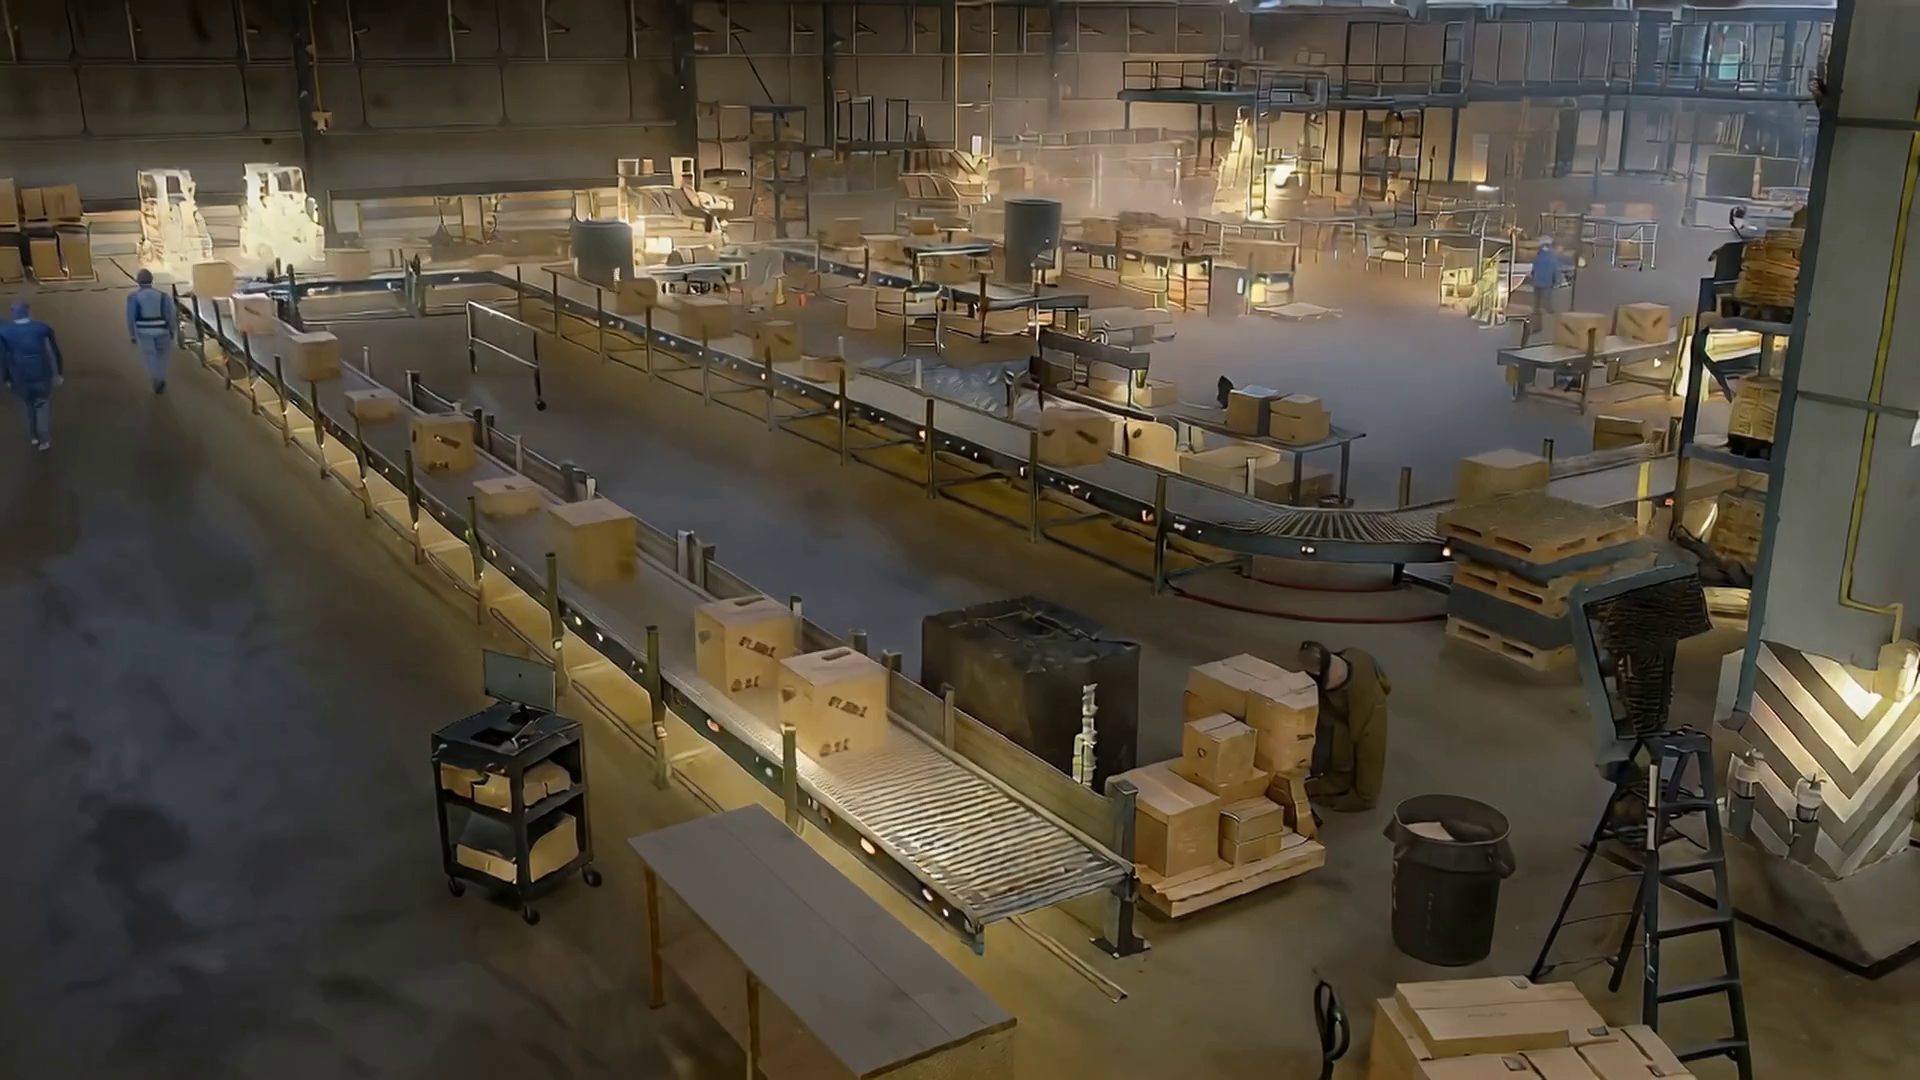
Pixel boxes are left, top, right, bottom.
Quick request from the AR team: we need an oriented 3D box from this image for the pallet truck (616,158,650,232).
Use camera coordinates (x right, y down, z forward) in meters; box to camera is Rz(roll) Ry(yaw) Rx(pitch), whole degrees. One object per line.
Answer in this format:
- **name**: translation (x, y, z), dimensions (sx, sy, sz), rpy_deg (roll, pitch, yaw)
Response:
- **pallet truck**: translation (-8.918, -9.176, 44.255), dimensions (0.823, 1.965, 1.885), rpy_deg (-9, 19, -27)

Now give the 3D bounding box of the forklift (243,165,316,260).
- **forklift**: translation (-15.898, -7.669, 38.708), dimensions (1.157, 1.987, 2.680), rpy_deg (-11, 20, -33)

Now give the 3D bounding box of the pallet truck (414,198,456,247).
- **pallet truck**: translation (-13.250, -8.060, 41.856), dimensions (0.680, 1.201, 1.601), rpy_deg (-10, 20, -31)

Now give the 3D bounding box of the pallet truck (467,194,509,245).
- **pallet truck**: translation (-11.983, -8.177, 42.137), dimensions (0.704, 1.261, 1.522), rpy_deg (-11, 20, -33)

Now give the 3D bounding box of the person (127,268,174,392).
- **person**: translation (-11.685, -3.015, 24.071), dimensions (0.598, 1.814, 0.673), rpy_deg (-11, 20, -33)

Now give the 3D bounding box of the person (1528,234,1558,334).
- **person**: translation (10.203, -4.471, 29.006), dimensions (0.538, 1.748, 0.546), rpy_deg (-12, 20, -34)

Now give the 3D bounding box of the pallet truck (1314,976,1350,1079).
- **pallet truck**: translation (2.299, 2.390, 7.086), dimensions (1.601, 1.201, 0.680), rpy_deg (-2, 17, -7)

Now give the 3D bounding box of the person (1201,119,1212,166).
- **person**: translation (10.005, -16.245, 67.972), dimensions (0.584, 1.882, 0.346), rpy_deg (-12, 20, -34)

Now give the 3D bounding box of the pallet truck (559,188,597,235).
- **pallet truck**: translation (-10.010, -8.652, 43.699), dimensions (0.653, 1.274, 1.630), rpy_deg (-10, 20, -31)

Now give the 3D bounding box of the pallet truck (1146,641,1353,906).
- **pallet truck**: translation (1.664, 1.407, 10.232), dimensions (1.630, 1.274, 0.653), rpy_deg (-10, 20, -31)

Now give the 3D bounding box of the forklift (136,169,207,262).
- **forklift**: translation (-17.842, -7.318, 37.559), dimensions (1.157, 1.987, 2.680), rpy_deg (-10, 20, -31)

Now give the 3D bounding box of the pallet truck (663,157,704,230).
- **pallet truck**: translation (-7.586, -9.308, 44.692), dimensions (0.823, 1.965, 1.885), rpy_deg (-11, 20, -33)

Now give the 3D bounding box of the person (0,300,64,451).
- **person**: translation (-11.652, -2.091, 20.925), dimensions (0.663, 1.849, 1.008), rpy_deg (-7, 18, -22)
